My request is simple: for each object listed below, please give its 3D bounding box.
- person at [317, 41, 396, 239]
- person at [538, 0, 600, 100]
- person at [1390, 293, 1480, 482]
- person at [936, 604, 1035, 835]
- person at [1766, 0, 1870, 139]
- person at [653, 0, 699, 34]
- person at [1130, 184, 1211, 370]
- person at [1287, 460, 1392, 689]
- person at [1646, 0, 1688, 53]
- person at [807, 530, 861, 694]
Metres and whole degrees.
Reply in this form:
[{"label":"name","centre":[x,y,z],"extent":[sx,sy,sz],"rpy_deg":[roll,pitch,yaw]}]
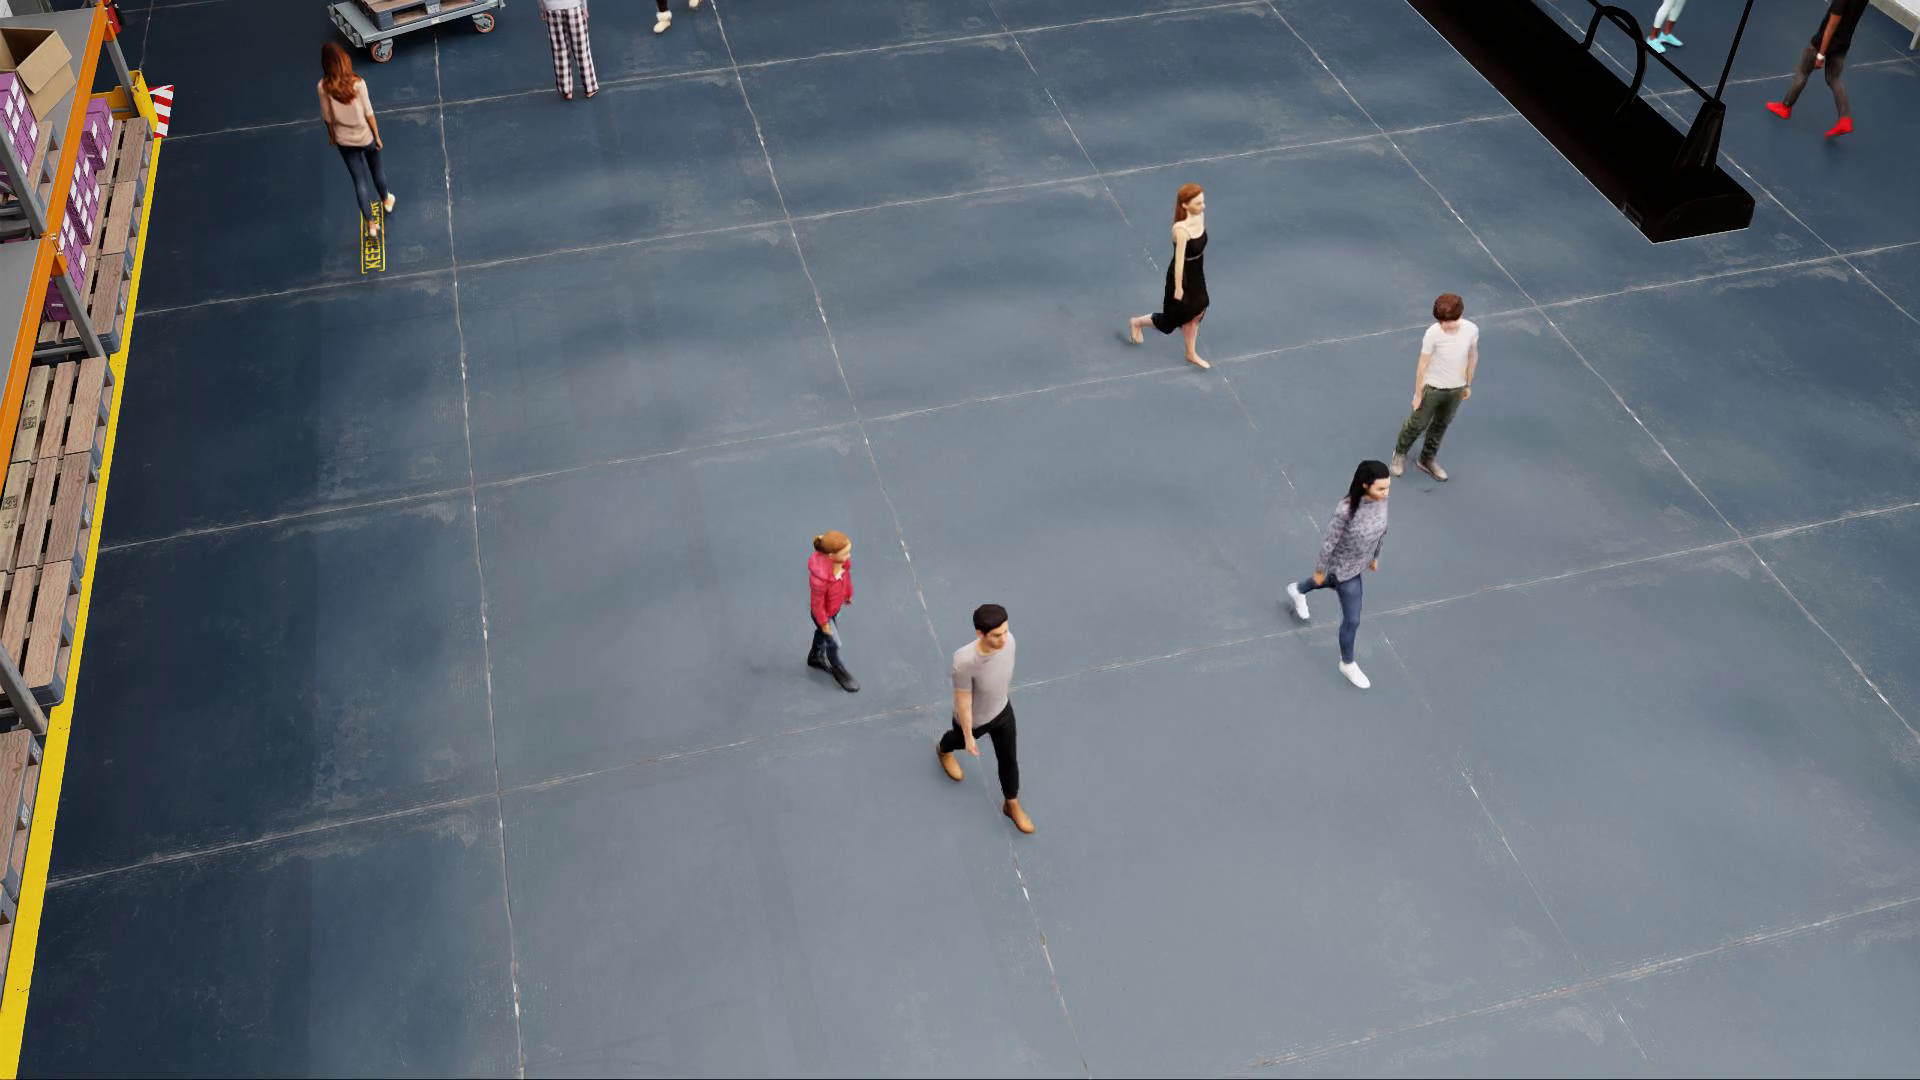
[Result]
[{"label":"person","centre":[-5.287,-3.457,14.518],"extent":[0.682,1.764,0.999],"rpy_deg":[-6,44,-6]},{"label":"person","centre":[-3.885,-5.208,16.296],"extent":[0.655,1.847,0.578],"rpy_deg":[-4,44,-4]},{"label":"person","centre":[3.549,-1.121,12.161],"extent":[0.624,1.632,0.614],"rpy_deg":[-19,47,-19]},{"label":"person","centre":[0.078,0.966,9.934],"extent":[0.820,1.683,1.169],"rpy_deg":[-24,48,-23]},{"label":"person","centre":[8.362,-4.668,15.784],"extent":[0.795,1.771,1.225],"rpy_deg":[-17,46,-17]},{"label":"person","centre":[-3.068,-6.232,17.525],"extent":[0.956,1.635,1.077],"rpy_deg":[16,46,16]},{"label":"person","centre":[1.709,-2.112,13.220],"extent":[1.038,1.607,0.918],"rpy_deg":[27,50,25]},{"label":"person","centre":[2.483,0.088,10.851],"extent":[0.889,1.690,1.237],"rpy_deg":[-25,49,-24]},{"label":"person","centre":[7.442,-5.869,17.081],"extent":[0.643,1.721,0.644],"rpy_deg":[-28,50,-26]},{"label":"person","centre":[-0.922,0.418,10.794],"extent":[0.796,1.290,0.736],"rpy_deg":[24,48,23]}]
